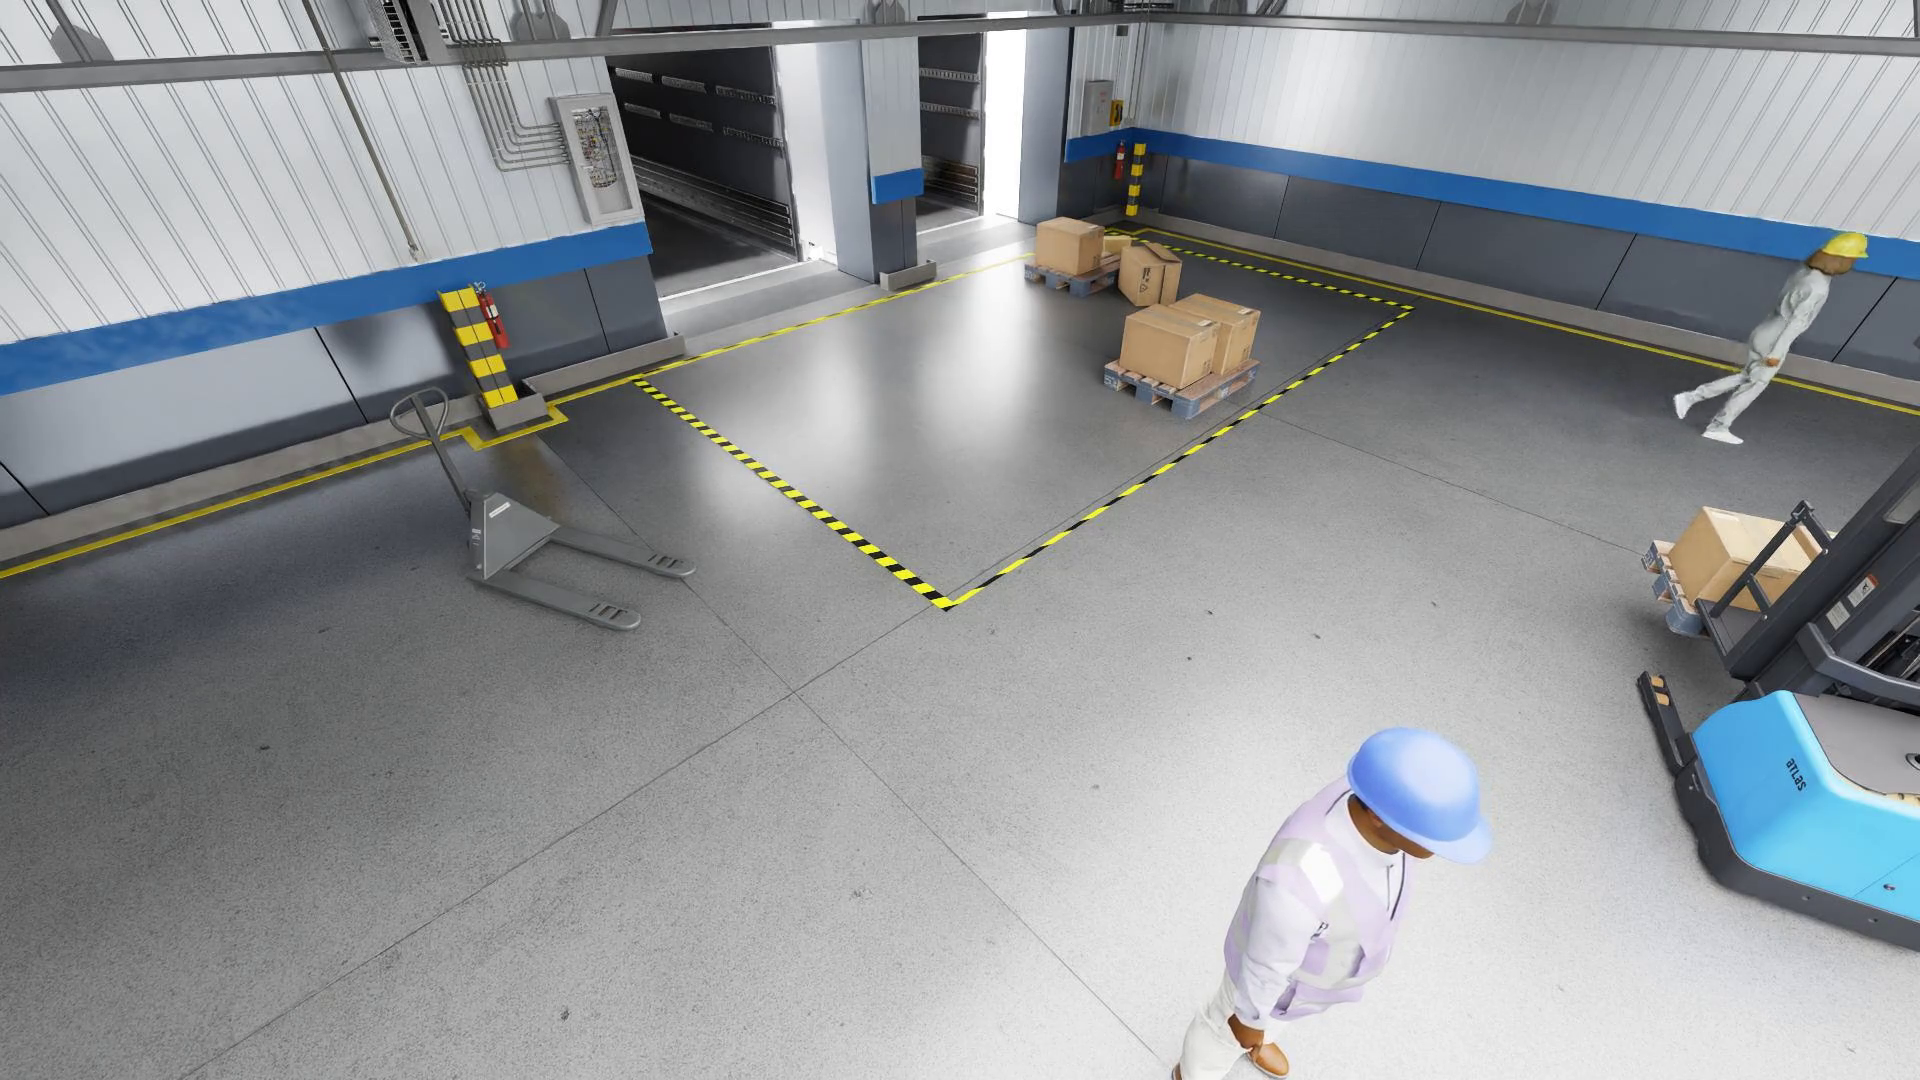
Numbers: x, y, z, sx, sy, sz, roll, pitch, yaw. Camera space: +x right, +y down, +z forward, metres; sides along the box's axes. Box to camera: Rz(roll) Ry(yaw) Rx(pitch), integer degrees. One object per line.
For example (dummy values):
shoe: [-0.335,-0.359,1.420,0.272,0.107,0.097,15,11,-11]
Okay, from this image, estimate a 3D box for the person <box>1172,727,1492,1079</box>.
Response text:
person: [0.985,1.198,2.142,0.603,1.949,0.386,-28,45,-31]

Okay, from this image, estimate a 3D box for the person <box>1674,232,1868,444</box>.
person: [6.539,-1.621,5.969,0.565,1.721,0.490,18,41,22]

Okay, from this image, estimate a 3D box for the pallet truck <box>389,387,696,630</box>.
pallet truck: [-2.613,-0.247,4.593,1.601,1.201,0.680,14,40,17]

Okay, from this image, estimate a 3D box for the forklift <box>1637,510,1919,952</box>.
forklift: [3.839,0.603,2.839,0.716,2.013,0.776,16,41,20]
